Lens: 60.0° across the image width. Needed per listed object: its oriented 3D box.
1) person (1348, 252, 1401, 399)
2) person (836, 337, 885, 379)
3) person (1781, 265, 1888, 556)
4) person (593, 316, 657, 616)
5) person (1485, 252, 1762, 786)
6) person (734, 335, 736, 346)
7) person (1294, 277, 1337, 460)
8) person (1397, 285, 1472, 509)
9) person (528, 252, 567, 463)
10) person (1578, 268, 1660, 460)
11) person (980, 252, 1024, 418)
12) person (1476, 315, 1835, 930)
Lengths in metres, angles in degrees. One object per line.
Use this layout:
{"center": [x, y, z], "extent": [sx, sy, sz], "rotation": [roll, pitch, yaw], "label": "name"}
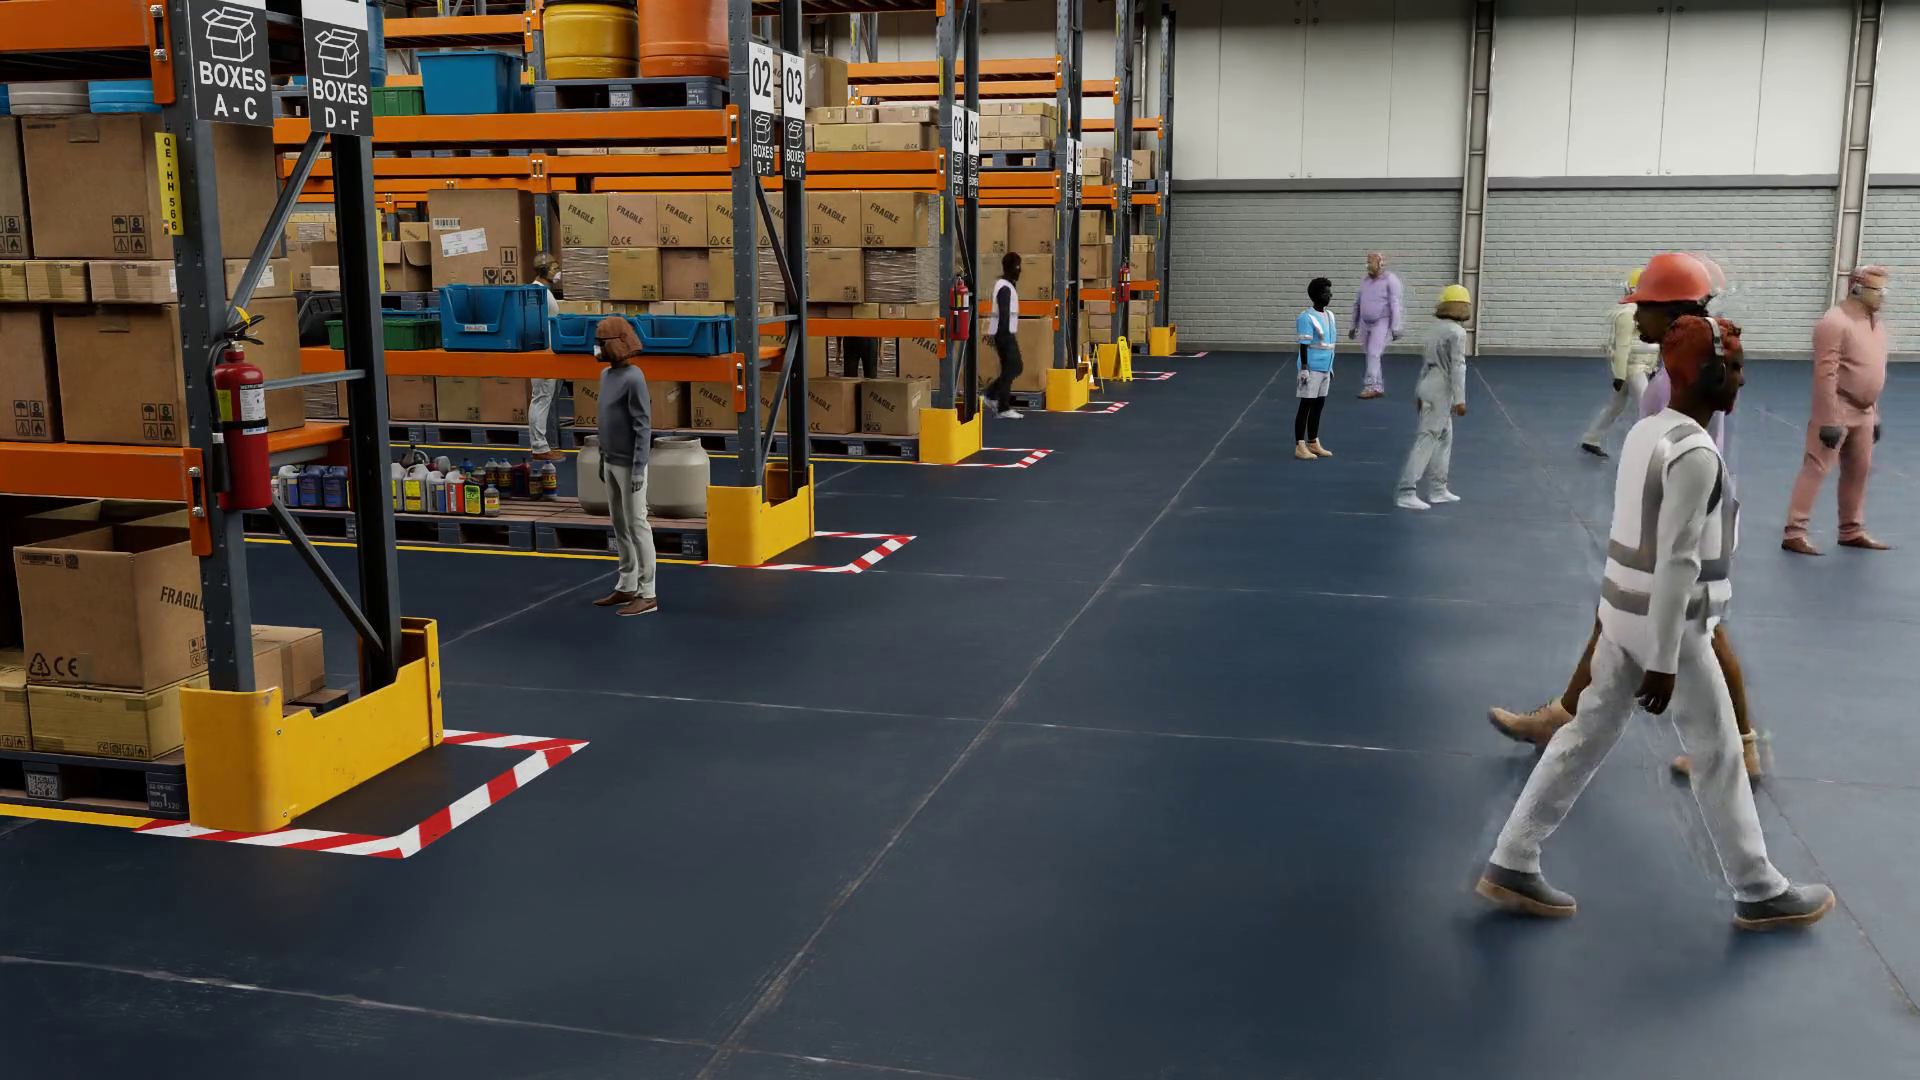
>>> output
{"center": [5.256, -2.745, 21.398], "extent": [0.812, 1.876, 0.677], "rotation": [-7, 12, -34], "label": "person"}
{"center": [-1.029, -1.970, 17.192], "extent": [0.508, 1.844, 0.332], "rotation": [1, 10, 7], "label": "person"}
{"center": [5.820, -0.847, 10.877], "extent": [0.682, 1.901, 0.396], "rotation": [-7, 12, -33], "label": "person"}
{"center": [-1.849, -0.405, 9.107], "extent": [0.266, 1.631, 0.507], "rotation": [-7, 12, -34], "label": "person"}
{"center": [2.591, -0.073, 6.280], "extent": [1.031, 1.984, 0.630], "rotation": [4, 11, 20], "label": "person"}
{"center": [-2.576, -2.399, 19.190], "extent": [0.647, 1.983, 0.652], "rotation": [2, 10, 11], "label": "person"}
{"center": [3.329, -1.597, 15.536], "extent": [0.316, 1.695, 0.541], "rotation": [9, 14, 41], "label": "person"}
{"center": [3.643, -1.103, 12.798], "extent": [0.619, 1.702, 0.509], "rotation": [-2, 10, -9], "label": "person"}
{"center": [-3.845, -1.677, 15.359], "extent": [0.375, 1.931, 0.625], "rotation": [-3, 11, -15], "label": "person"}
{"center": [6.165, -1.592, 15.269], "extent": [0.923, 1.794, 0.594], "rotation": [6, 12, 30], "label": "person"}
{"center": [0.535, -2.334, 19.049], "extent": [0.453, 1.899, 0.620], "rotation": [0, 10, 3], "label": "person"}
{"center": [2.061, 0.260, 4.905], "extent": [1.044, 1.828, 0.589], "rotation": [1, 10, 3], "label": "person"}
